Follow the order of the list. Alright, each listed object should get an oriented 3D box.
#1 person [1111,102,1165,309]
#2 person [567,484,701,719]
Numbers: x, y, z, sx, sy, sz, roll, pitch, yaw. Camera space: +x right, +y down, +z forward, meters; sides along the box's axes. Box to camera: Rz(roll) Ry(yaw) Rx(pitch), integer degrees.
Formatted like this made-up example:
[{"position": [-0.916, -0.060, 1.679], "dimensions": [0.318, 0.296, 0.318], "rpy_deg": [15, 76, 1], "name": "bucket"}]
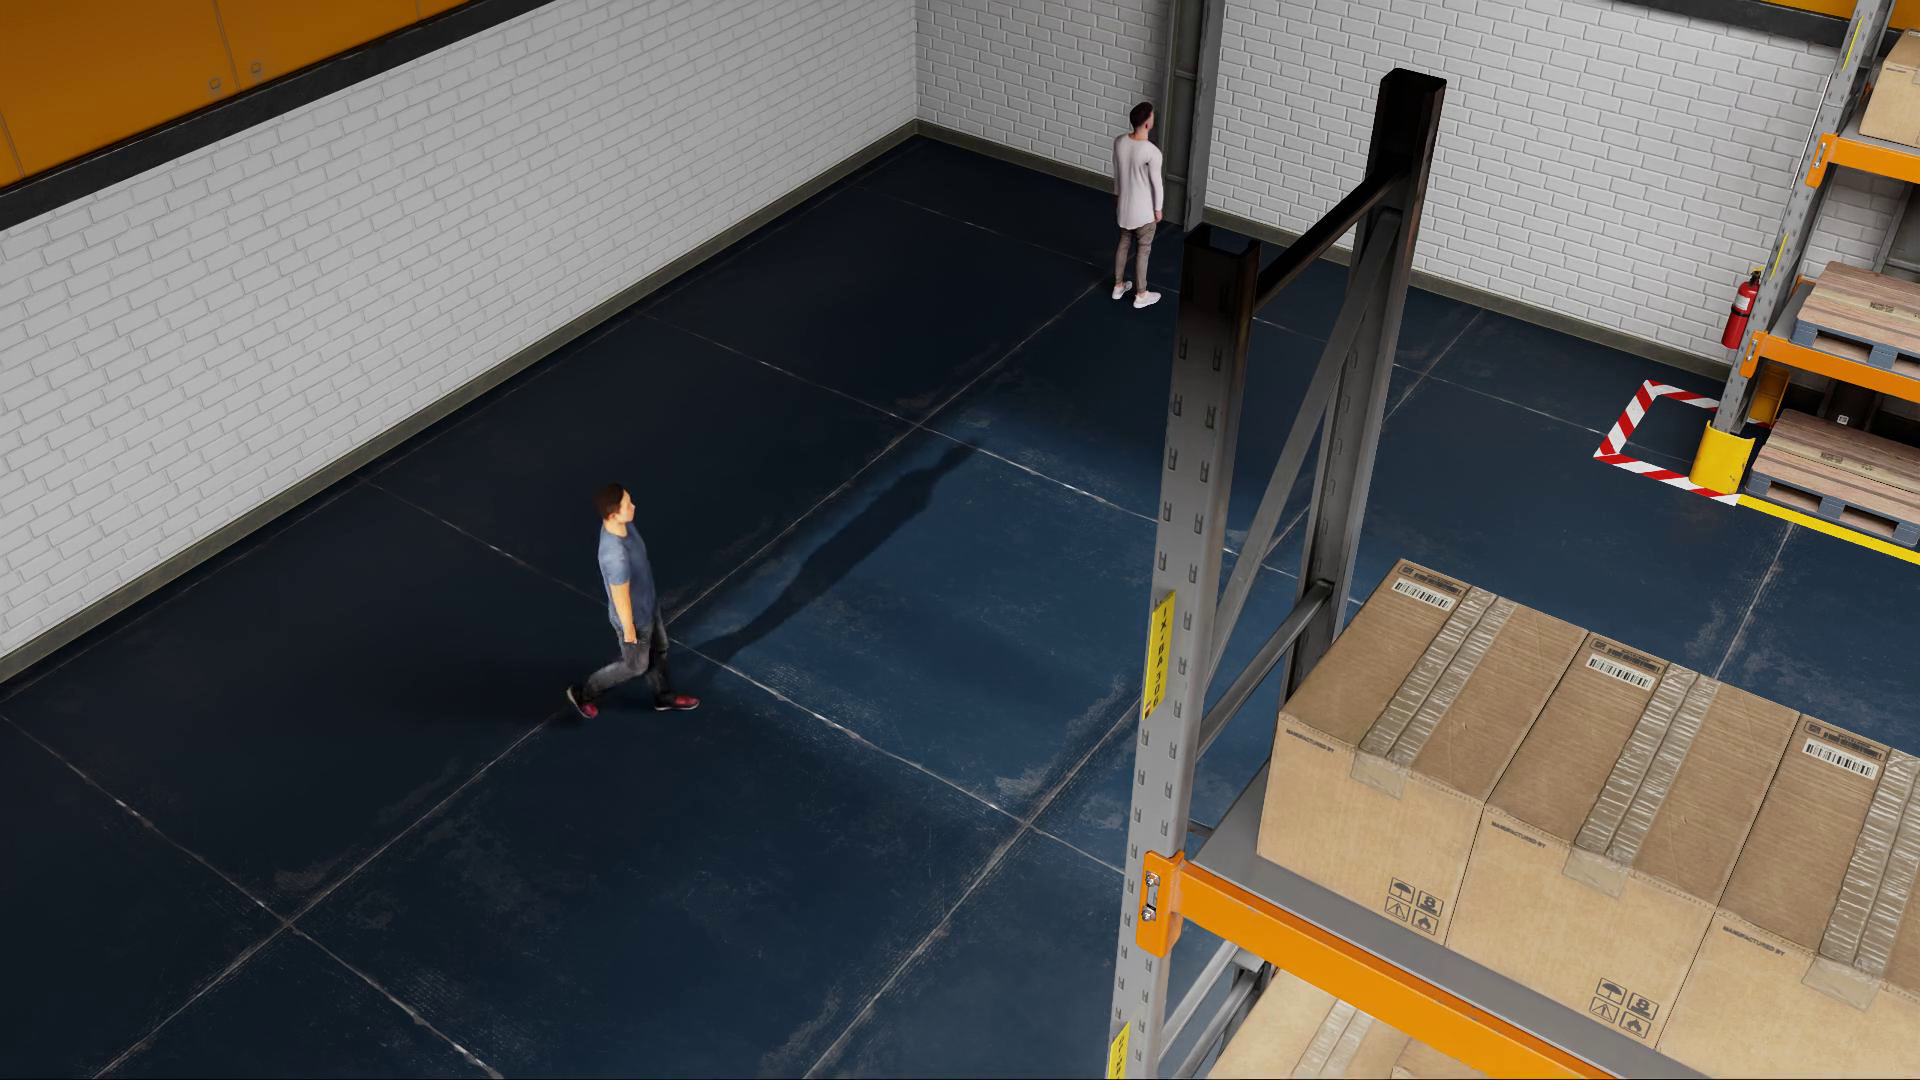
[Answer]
[{"position": [1.507, -2.857, 14.136], "dimensions": [0.558, 1.841, 0.763], "rpy_deg": [31, 48, 33], "name": "person"}, {"position": [-2.071, 0.417, 10.078], "dimensions": [1.128, 1.789, 1.036], "rpy_deg": [-4, 39, -5], "name": "person"}]
